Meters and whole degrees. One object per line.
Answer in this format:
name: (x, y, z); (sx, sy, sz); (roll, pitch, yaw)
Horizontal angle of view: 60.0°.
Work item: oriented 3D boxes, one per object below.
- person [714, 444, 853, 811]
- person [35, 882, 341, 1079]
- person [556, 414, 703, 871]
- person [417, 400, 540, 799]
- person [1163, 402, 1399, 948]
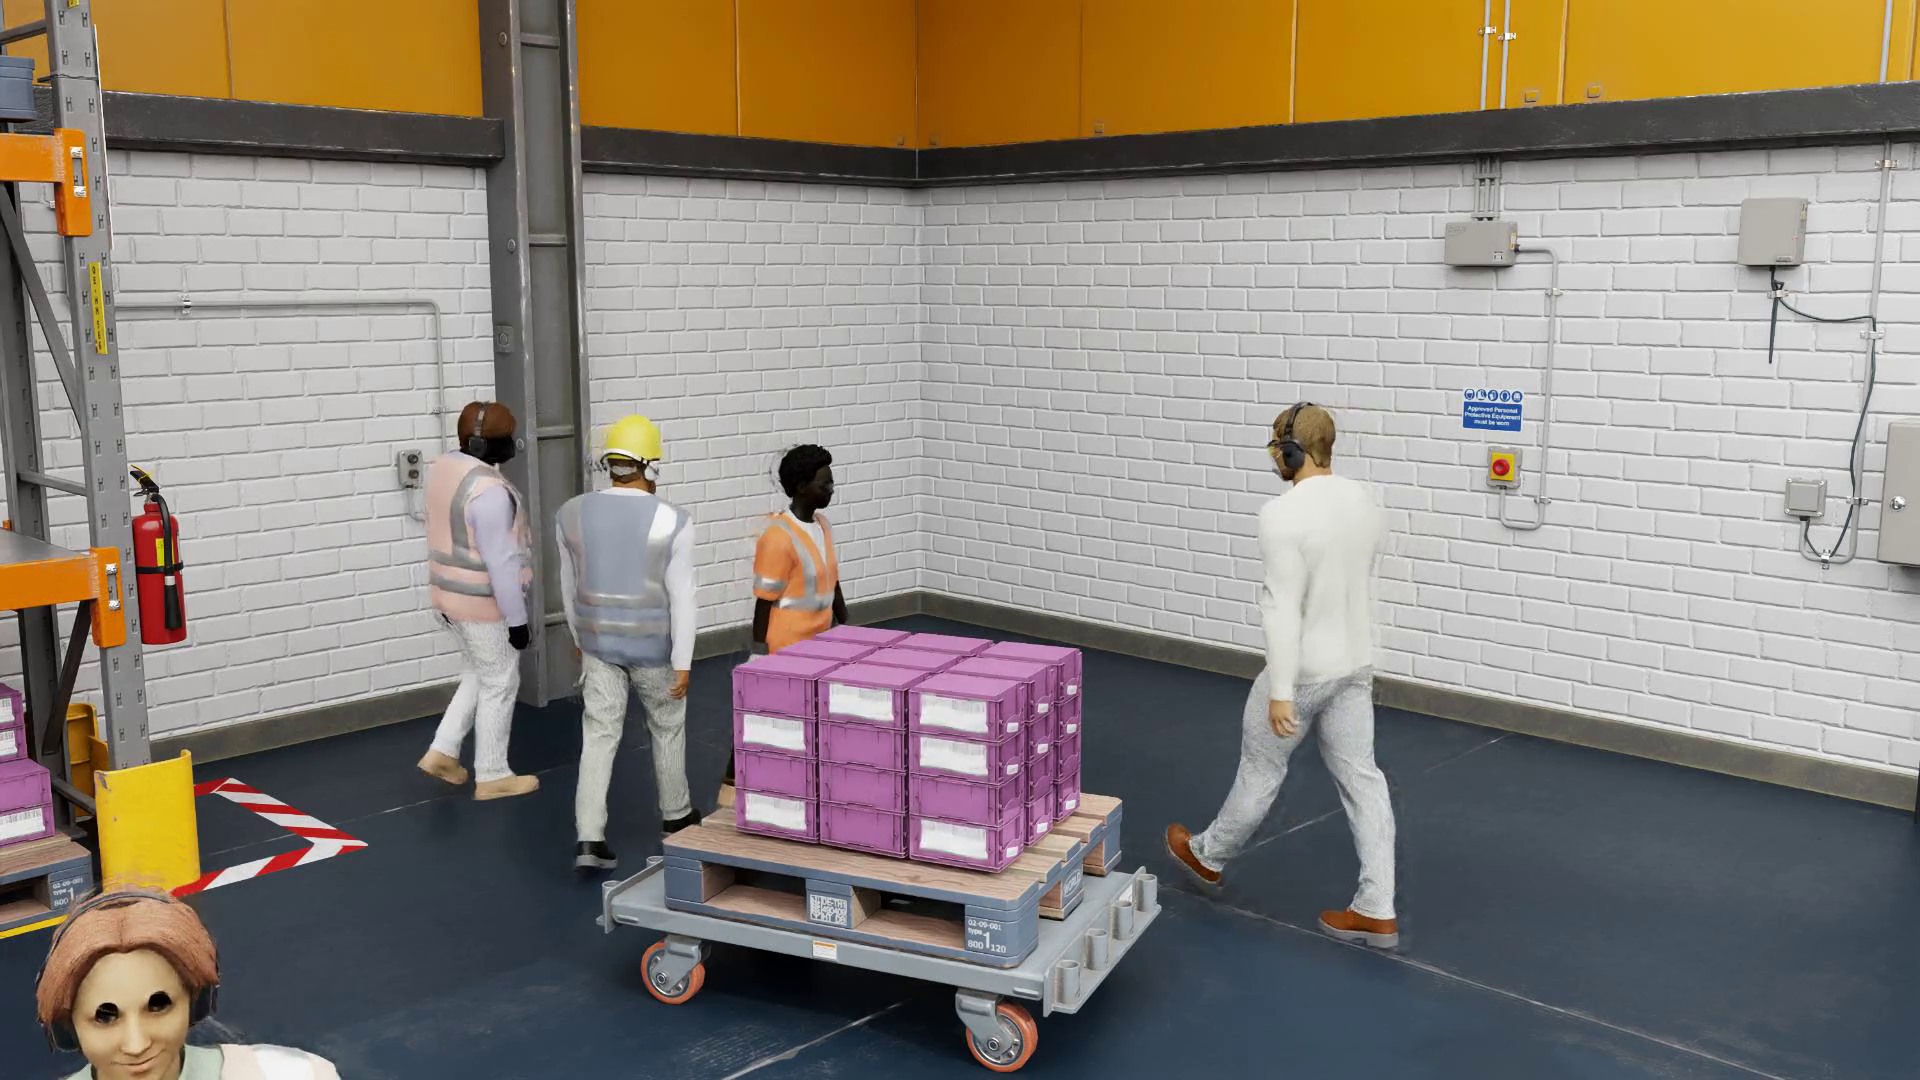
person: (-0.649, 0.422, 6.897); (0.926, 1.642, 0.545); (2, 10, 15)
person: (-1.061, 1.206, 2.247); (0.523, 1.612, 0.781); (-6, 11, -31)
person: (-1.316, 0.400, 6.611); (0.596, 1.799, 0.839); (1, 9, 8)
person: (-2.105, 0.287, 7.296); (0.468, 1.809, 0.658); (-7, 12, -37)
person: (1.198, 0.453, 5.973); (0.666, 1.888, 1.062); (-8, 12, -39)
